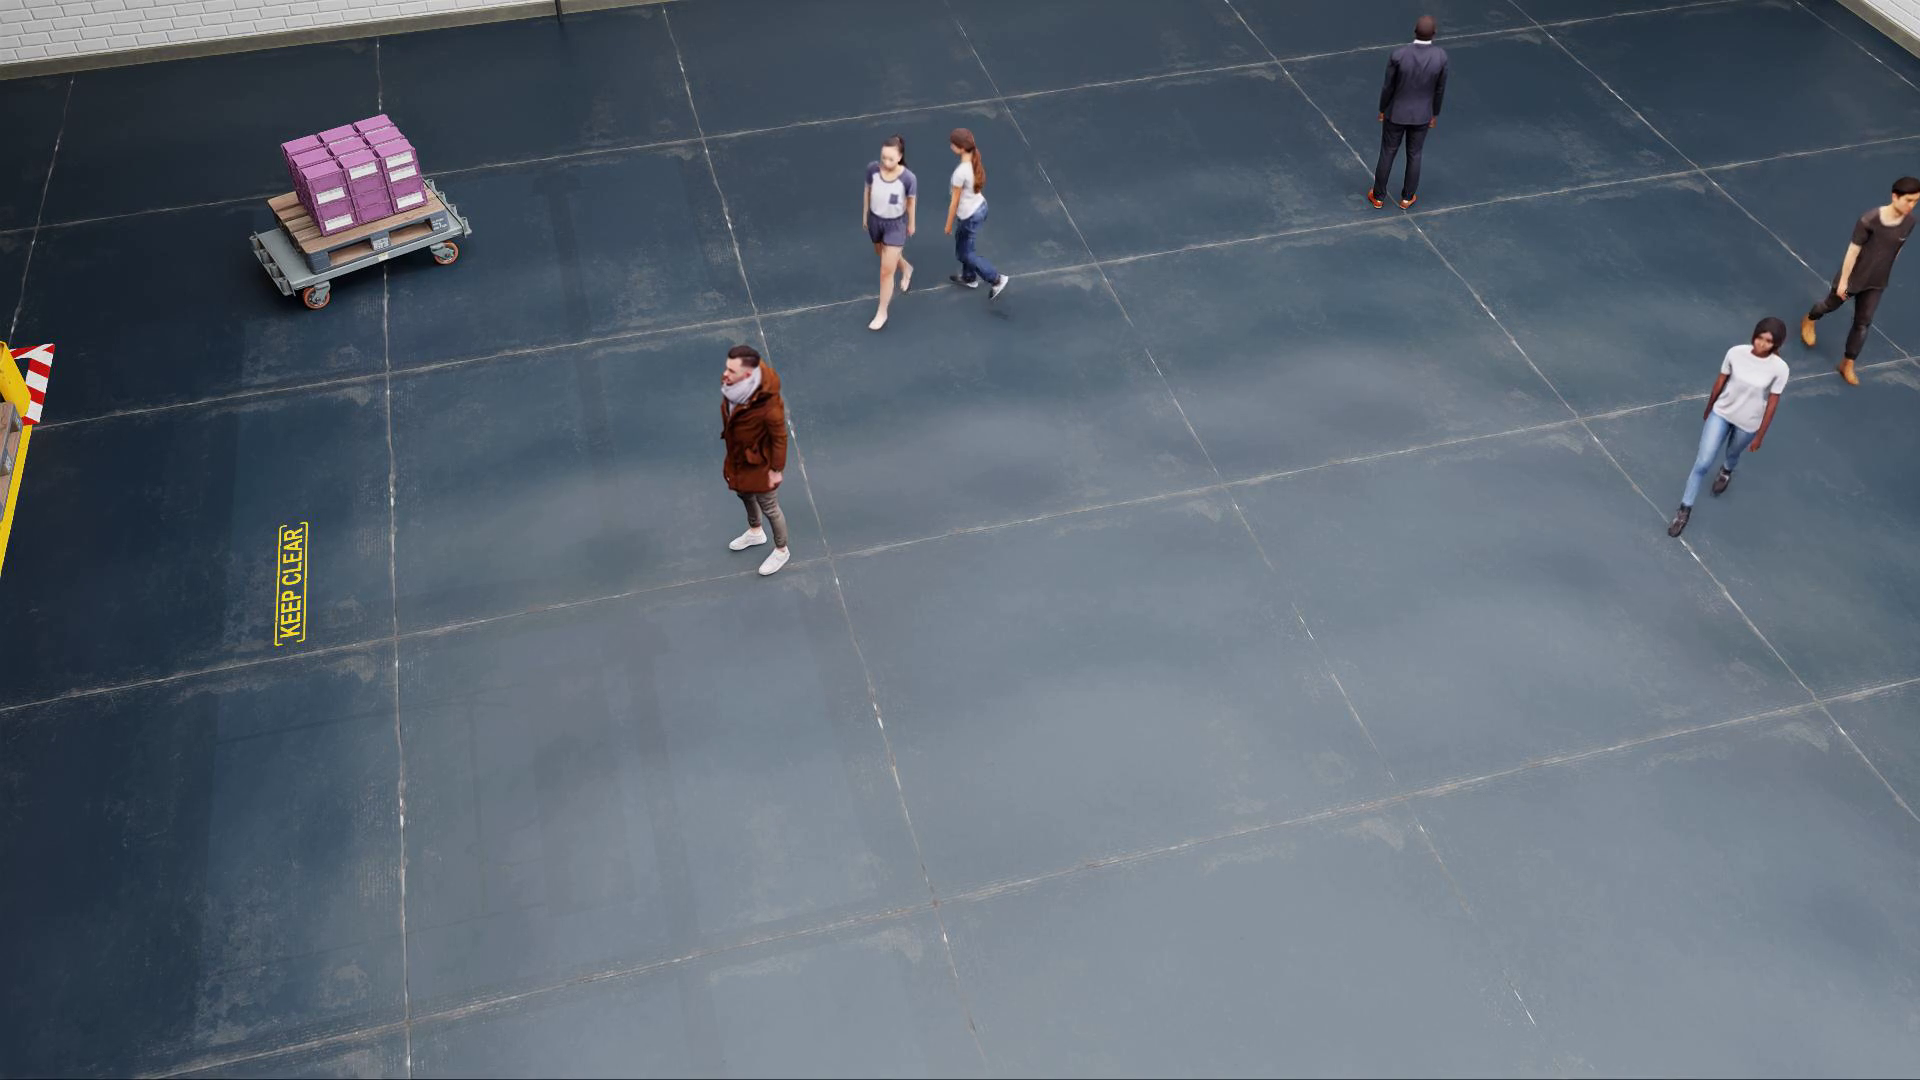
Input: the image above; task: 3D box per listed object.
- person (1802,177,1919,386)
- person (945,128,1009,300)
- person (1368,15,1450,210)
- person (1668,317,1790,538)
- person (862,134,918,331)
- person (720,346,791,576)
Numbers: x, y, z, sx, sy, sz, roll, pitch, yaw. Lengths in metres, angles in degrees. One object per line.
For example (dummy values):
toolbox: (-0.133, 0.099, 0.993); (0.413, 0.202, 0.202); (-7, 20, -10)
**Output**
person: (6.992, -2.116, 12.954); (0.818, 1.687, 1.139); (1, 44, 1)
person: (0.116, -2.645, 13.613); (0.892, 1.544, 0.857); (22, 48, 21)
person: (3.927, -3.729, 14.548); (0.778, 1.824, 0.758); (6, 44, 7)
person: (5.462, -0.862, 11.647); (1.150, 1.673, 1.134); (27, 50, 26)
person: (-0.543, -2.572, 13.486); (1.024, 1.613, 1.078); (23, 48, 23)
person: (-1.383, -0.561, 11.213); (0.895, 1.837, 0.799); (-32, 52, -29)
